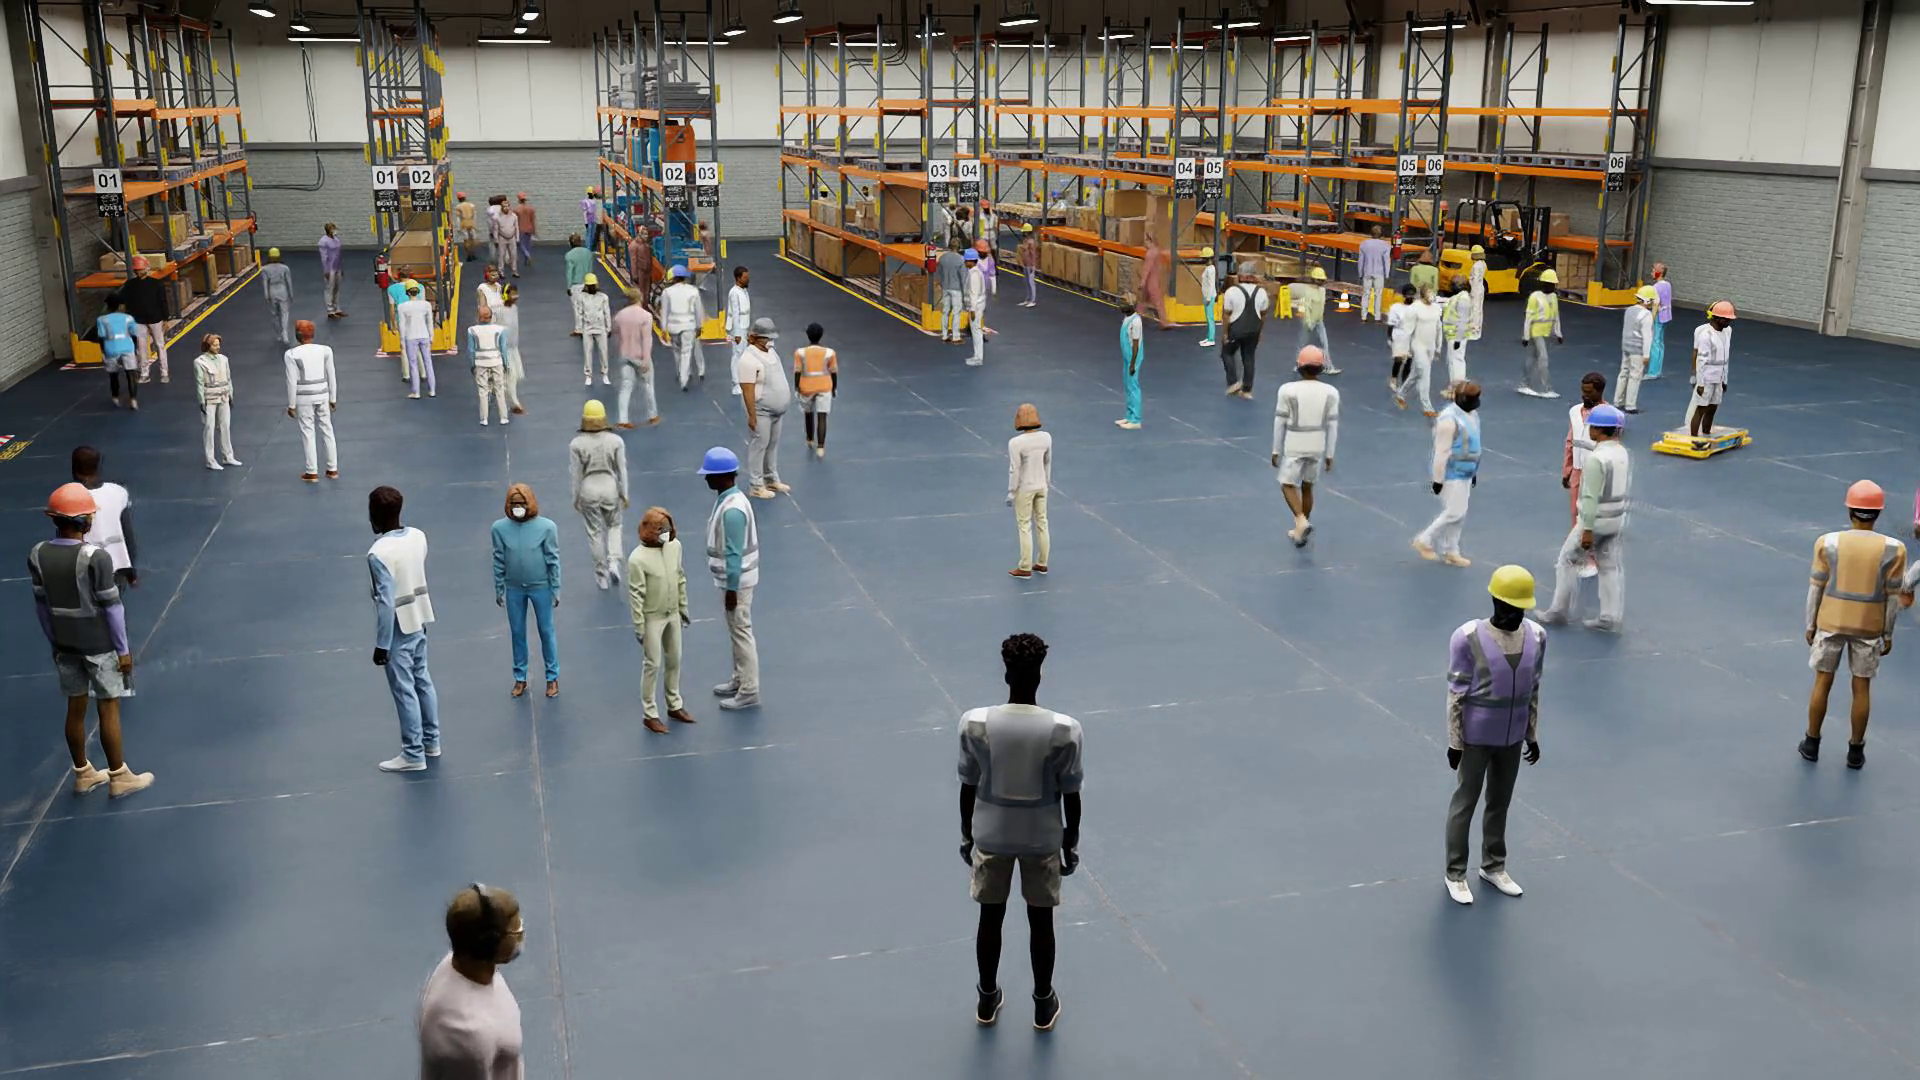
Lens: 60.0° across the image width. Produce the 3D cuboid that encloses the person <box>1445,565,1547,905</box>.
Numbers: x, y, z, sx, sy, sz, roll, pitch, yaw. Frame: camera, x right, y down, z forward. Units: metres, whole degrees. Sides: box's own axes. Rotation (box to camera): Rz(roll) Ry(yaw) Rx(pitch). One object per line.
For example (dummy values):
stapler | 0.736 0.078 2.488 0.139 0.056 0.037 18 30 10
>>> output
person | 2.951 1.059 9.174 0.587 1.926 0.368 -5 16 -17

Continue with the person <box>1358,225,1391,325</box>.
person | 8.155 -5.219 32.770 0.636 1.938 0.355 9 17 30

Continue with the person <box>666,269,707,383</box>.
person | -4.286 -3.358 26.078 0.670 1.787 0.439 12 19 38

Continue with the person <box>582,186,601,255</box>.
person | -10.485 -9.088 47.350 0.369 1.928 0.585 7 16 25

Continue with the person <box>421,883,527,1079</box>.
person | -1.581 2.039 5.509 0.380 1.927 0.648 -4 15 -16

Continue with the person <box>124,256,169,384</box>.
person | -12.665 -3.427 25.924 0.619 1.990 0.395 -2 15 -9

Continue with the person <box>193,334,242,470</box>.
person | -8.943 -1.662 19.977 0.313 1.634 0.514 6 16 21

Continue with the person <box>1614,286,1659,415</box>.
person | 9.542 -2.667 23.414 0.414 1.820 0.609 -2 15 -9

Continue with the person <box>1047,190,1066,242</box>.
person | 2.574 -8.491 45.065 0.615 1.946 0.391 0 15 2

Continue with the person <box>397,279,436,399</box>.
person | -8.071 -2.982 24.689 0.533 1.765 0.330 -12 19 -39

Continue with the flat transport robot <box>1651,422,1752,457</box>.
flat transport robot | 9.458 -1.287 21.170 1.431 0.197 0.652 -13 20 -41

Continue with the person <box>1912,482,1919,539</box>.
person | 9.927 -0.971 16.699 0.612 1.984 0.401 -10 18 -33

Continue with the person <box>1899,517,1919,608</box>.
person | 8.306 -0.185 13.984 0.632 1.852 0.755 0 15 1

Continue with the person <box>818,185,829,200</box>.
person | -3.931 -9.250 47.957 0.361 1.930 0.589 -3 15 -10

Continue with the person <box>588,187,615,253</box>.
person | -10.159 -8.911 46.664 1.040 1.933 0.629 -5 16 -19

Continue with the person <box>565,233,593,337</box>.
person | -7.096 -4.751 31.030 0.364 1.933 0.630 11 18 35

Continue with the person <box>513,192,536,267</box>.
person | -11.416 -8.147 43.702 0.614 1.980 0.653 -11 19 -36

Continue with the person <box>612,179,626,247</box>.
person | -10.260 -9.840 50.054 0.625 1.991 0.390 13 20 40

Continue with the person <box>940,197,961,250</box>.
person | -0.185 -8.221 44.301 0.627 1.809 0.638 -3 15 -10

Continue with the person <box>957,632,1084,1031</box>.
person | 0.283 1.388 7.885 0.599 1.958 0.377 1 15 6

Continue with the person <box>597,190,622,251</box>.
person | -10.244 -9.317 48.497 0.722 1.800 0.611 -12 19 -38

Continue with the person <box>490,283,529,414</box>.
person | -6.418 -2.706 23.504 0.592 1.846 0.513 6 16 21

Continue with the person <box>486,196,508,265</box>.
person | -12.472 -8.301 44.625 0.631 1.798 0.919 -14 20 -43

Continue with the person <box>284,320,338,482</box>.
person | -7.522 -1.615 19.312 0.343 1.882 0.586 14 20 42

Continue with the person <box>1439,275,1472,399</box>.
person | 7.371 -3.016 24.715 0.437 1.829 0.630 3 15 10

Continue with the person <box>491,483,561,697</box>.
person | -3.204 0.370 12.338 0.500 1.627 0.278 0 15 1

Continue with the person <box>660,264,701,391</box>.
person | -4.272 -3.249 25.452 0.604 1.902 0.991 0 15 0

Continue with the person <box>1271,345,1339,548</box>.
person | 3.398 -0.896 16.338 0.618 2.030 0.718 -2 15 -7

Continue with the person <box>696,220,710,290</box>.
person | -5.999 -6.628 38.697 0.334 1.620 0.576 -9 17 -29

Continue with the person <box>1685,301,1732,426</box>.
person | 9.615 -2.138 21.340 0.501 1.861 0.329 -2 15 -9

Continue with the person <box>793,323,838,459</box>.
person | -1.792 -1.873 20.713 0.548 1.644 0.891 -1 15 -5

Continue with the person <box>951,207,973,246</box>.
person | 0.095 -7.267 40.791 0.623 1.785 0.996 -8 17 -29

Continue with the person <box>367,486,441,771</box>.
person | -3.678 0.581 10.983 0.375 1.917 0.598 2 15 8

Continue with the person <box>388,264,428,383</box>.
person | -8.626 -3.385 26.049 0.564 1.846 0.390 -6 16 -20

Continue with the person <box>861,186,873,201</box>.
person | -2.731 -9.547 49.220 0.509 1.861 0.327 8 17 28

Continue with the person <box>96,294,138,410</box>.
person | -12.060 -2.706 23.864 0.546 1.643 0.889 -12 19 -38

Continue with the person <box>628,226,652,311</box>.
person | -6.320 -5.283 33.107 0.401 1.893 0.652 5 16 19

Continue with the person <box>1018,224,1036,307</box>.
person | 1.451 -5.867 35.540 0.330 1.769 0.526 -5 16 -17

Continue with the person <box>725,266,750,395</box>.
person | -3.324 -3.159 25.058 0.396 1.919 0.590 1 15 4

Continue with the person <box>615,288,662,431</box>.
person | -4.353 -2.435 22.384 0.651 1.883 0.957 6 16 23

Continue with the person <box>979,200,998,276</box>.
person | 0.708 -7.557 41.684 0.563 1.875 1.010 -4 15 -13
